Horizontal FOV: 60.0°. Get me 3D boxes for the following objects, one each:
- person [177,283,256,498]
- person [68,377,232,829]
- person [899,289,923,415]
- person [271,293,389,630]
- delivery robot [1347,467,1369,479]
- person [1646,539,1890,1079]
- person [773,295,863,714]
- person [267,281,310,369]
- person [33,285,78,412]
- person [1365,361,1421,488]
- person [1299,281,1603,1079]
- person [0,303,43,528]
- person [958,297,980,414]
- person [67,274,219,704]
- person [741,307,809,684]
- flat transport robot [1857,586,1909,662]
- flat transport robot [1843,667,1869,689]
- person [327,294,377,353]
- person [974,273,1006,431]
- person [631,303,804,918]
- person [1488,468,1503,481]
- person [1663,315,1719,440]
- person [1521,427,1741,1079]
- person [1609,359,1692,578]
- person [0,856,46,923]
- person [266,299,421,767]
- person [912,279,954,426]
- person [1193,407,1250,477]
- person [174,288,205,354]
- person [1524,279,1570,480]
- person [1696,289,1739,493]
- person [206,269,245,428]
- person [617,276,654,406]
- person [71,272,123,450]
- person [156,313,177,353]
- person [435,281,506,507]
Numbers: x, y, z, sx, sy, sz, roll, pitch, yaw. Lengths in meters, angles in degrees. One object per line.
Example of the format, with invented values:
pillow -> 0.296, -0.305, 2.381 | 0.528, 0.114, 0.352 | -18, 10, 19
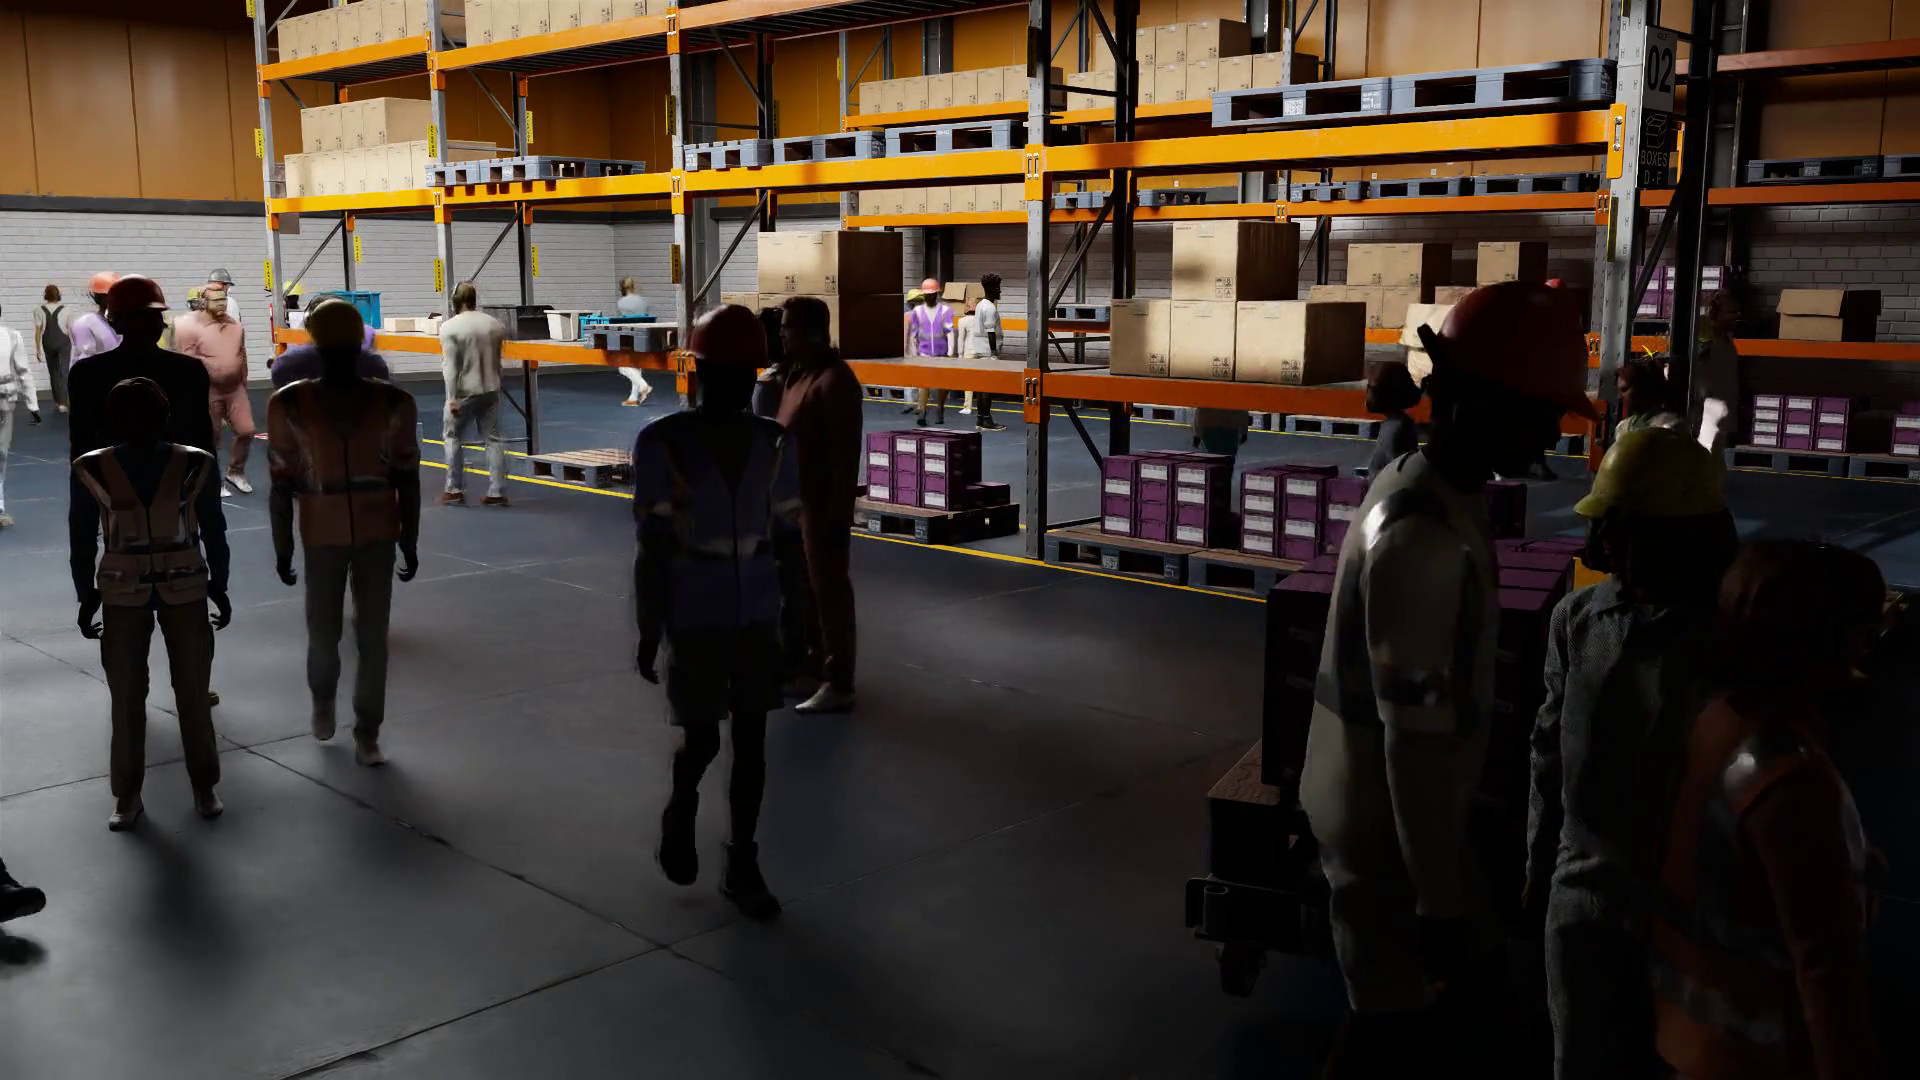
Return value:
person -> -6.548, -1.311, 14.709 | 0.448, 1.893, 0.641 | 7, 12, 36
person -> -2.940, 0.223, 6.073 | 0.525, 1.639, 0.307 | -4, 10, -25
person -> -0.623, -2.602, 23.064 | 0.534, 1.738, 0.502 | -6, 11, -34
person -> -3.571, -0.462, 9.539 | 0.646, 1.883, 0.995 | -4, 10, -21
delivery robot -> 2.953, -0.293, 12.262 | 0.477, 0.478, 0.707 | -6, 11, -34
person -> 1.242, 0.813, 2.545 | 0.484, 1.617, 0.598 | 3, 10, 19
person -> -0.685, -0.166, 7.648 | 0.403, 1.906, 0.651 | -4, 10, -24
person -> -8.450, -2.363, 21.241 | 0.582, 1.872, 1.051 | 3, 10, 20
person -> -12.893, -2.736, 23.781 | 0.519, 1.783, 1.008 | -3, 10, -18
person -> 2.122, -0.064, 7.986 | 0.870, 1.587, 0.494 | 4, 10, 21
person -> 0.877, 0.528, 3.118 | 0.545, 1.997, 0.663 | 4, 10, 21
person -> -7.532, -1.026, 13.040 | 0.778, 1.856, 0.598 | 5, 11, 30
person -> 0.199, -2.574, 23.266 | 0.492, 1.626, 0.284 | -5, 10, -26
person -> -3.706, -0.205, 7.598 | 0.622, 1.997, 0.371 | -7, 12, -39
person -> -0.884, -0.189, 7.983 | 0.429, 1.844, 0.627 | 2, 9, 11
flat transport robot -> 4.719, 0.411, 9.107 | 0.652, 0.197, 1.431 | 7, 12, 37
flat transport robot -> 3.645, 0.546, 8.277 | 1.431, 0.197, 0.652 | 2, 9, 10
person -> -5.436, -1.288, 14.837 | 0.607, 1.804, 0.759 | -5, 10, -26
person -> 0.367, -2.347, 20.828 | 0.361, 1.964, 0.615 | -2, 10, -13
person -> -0.749, 0.224, 5.206 | 0.563, 1.918, 0.466 | -6, 11, -31
person -> 3.784, -0.742, 12.005 | 0.507, 1.634, 0.279 | 1, 9, 7
person -> 4.523, -0.578, 10.674 | 0.677, 1.740, 0.546 | 8, 12, 41
person -> 1.269, 0.656, 3.109 | 0.320, 1.740, 0.492 | -7, 12, -37
person -> 3.310, -0.048, 7.837 | 0.773, 1.608, 0.536 | -3, 10, -16
person -> -3.181, 0.266, 5.054 | 0.959, 1.874, 0.599 | 7, 11, 36
person -> -2.517, -0.033, 6.847 | 0.586, 1.907, 0.525 | -4, 10, -23
person -> -0.351, -2.394, 21.365 | 0.561, 1.885, 0.989 | 1, 9, 4
person -> 1.892, -0.857, 12.413 | 0.536, 1.737, 0.735 | -8, 12, -39
person -> -8.931, -2.054, 19.532 | 0.582, 1.795, 0.690 | -8, 12, -41
person -> 5.644, -1.516, 15.851 | 0.496, 1.924, 0.569 | 6, 11, 33
person -> 5.188, -0.786, 11.523 | 0.719, 1.881, 0.443 | -9, 13, -43
person -> -9.418, -2.458, 21.281 | 0.686, 2.000, 0.535 | 3, 10, 20
person -> -4.747, -2.895, 24.341 | 0.575, 1.918, 0.626 | 5, 11, 28
person -> -7.062, -1.238, 13.954 | 1.026, 1.987, 0.629 | 5, 10, 26
person -> -9.097, -1.897, 18.654 | 0.657, 1.777, 1.006 | -7, 11, -35
person -> -4.186, -1.230, 14.165 | 0.792, 1.911, 0.654 | 8, 12, 39
